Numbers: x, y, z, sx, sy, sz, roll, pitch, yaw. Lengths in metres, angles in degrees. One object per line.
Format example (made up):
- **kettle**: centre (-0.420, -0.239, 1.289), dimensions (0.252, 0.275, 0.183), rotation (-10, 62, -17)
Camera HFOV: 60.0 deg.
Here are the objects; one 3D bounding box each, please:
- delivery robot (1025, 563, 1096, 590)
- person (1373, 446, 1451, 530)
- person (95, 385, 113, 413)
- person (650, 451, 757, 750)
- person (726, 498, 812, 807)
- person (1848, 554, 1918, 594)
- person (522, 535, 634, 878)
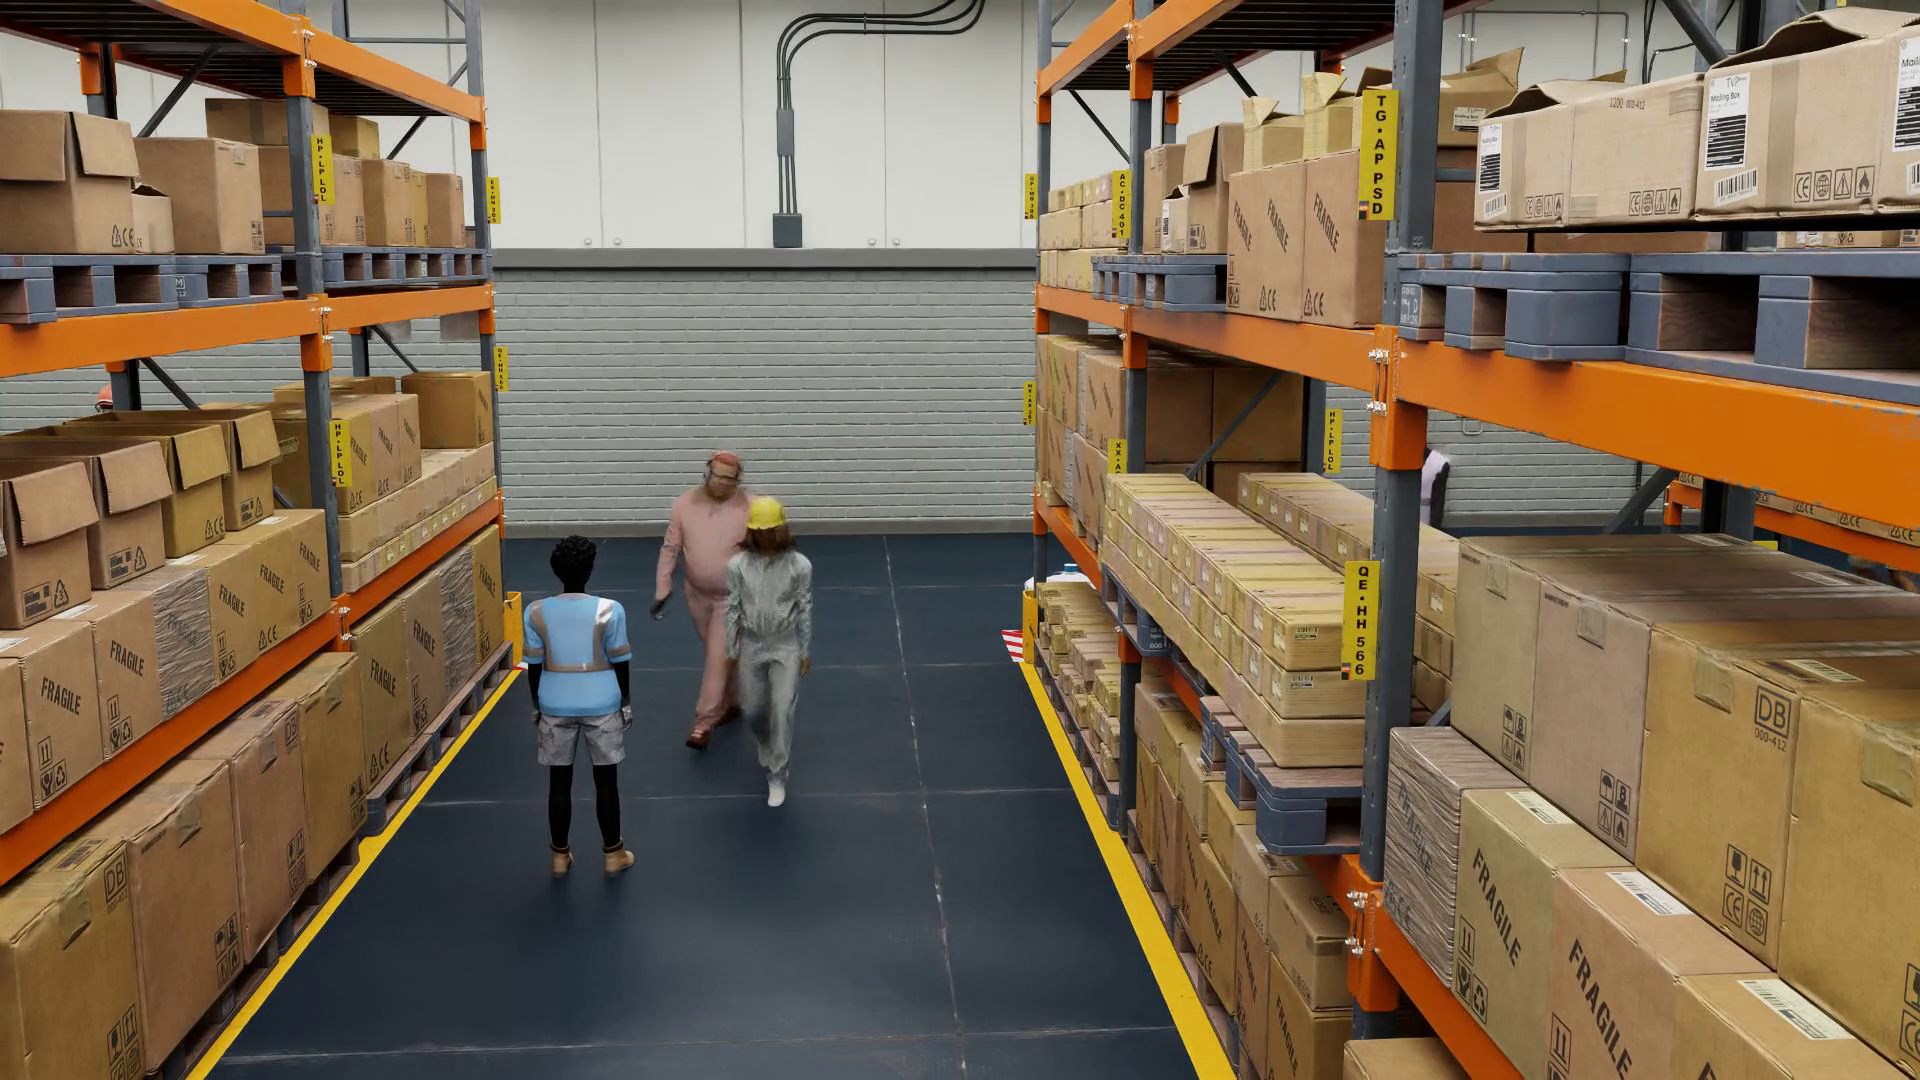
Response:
- **delivery robot**: centre (0.892, 0.434, 13.479), dimensions (0.707, 0.478, 0.477), rotation (3, 10, 18)
- **person**: centre (3.500, -0.086, 12.993), dimensions (0.631, 1.862, 0.925), rotation (6, 11, 32)
- **person**: centre (-7.003, -0.298, 13.863), dimensions (0.609, 1.987, 0.403), rotation (-1, 10, -9)
- **person**: centre (-1.544, 0.351, 10.469), dimensions (0.656, 1.836, 1.030), rotation (3, 10, 16)
- **person**: centre (-1.064, 0.593, 9.412), dimensions (0.488, 1.724, 0.627), rotation (0, 10, 2)
- **person**: centre (7.233, -0.096, 12.928), dimensions (0.556, 1.905, 0.859), rotation (-2, 10, -10)
- **person**: centre (-1.855, 0.819, 8.133), dimensions (0.532, 1.697, 0.320), rotation (0, 10, 1)
